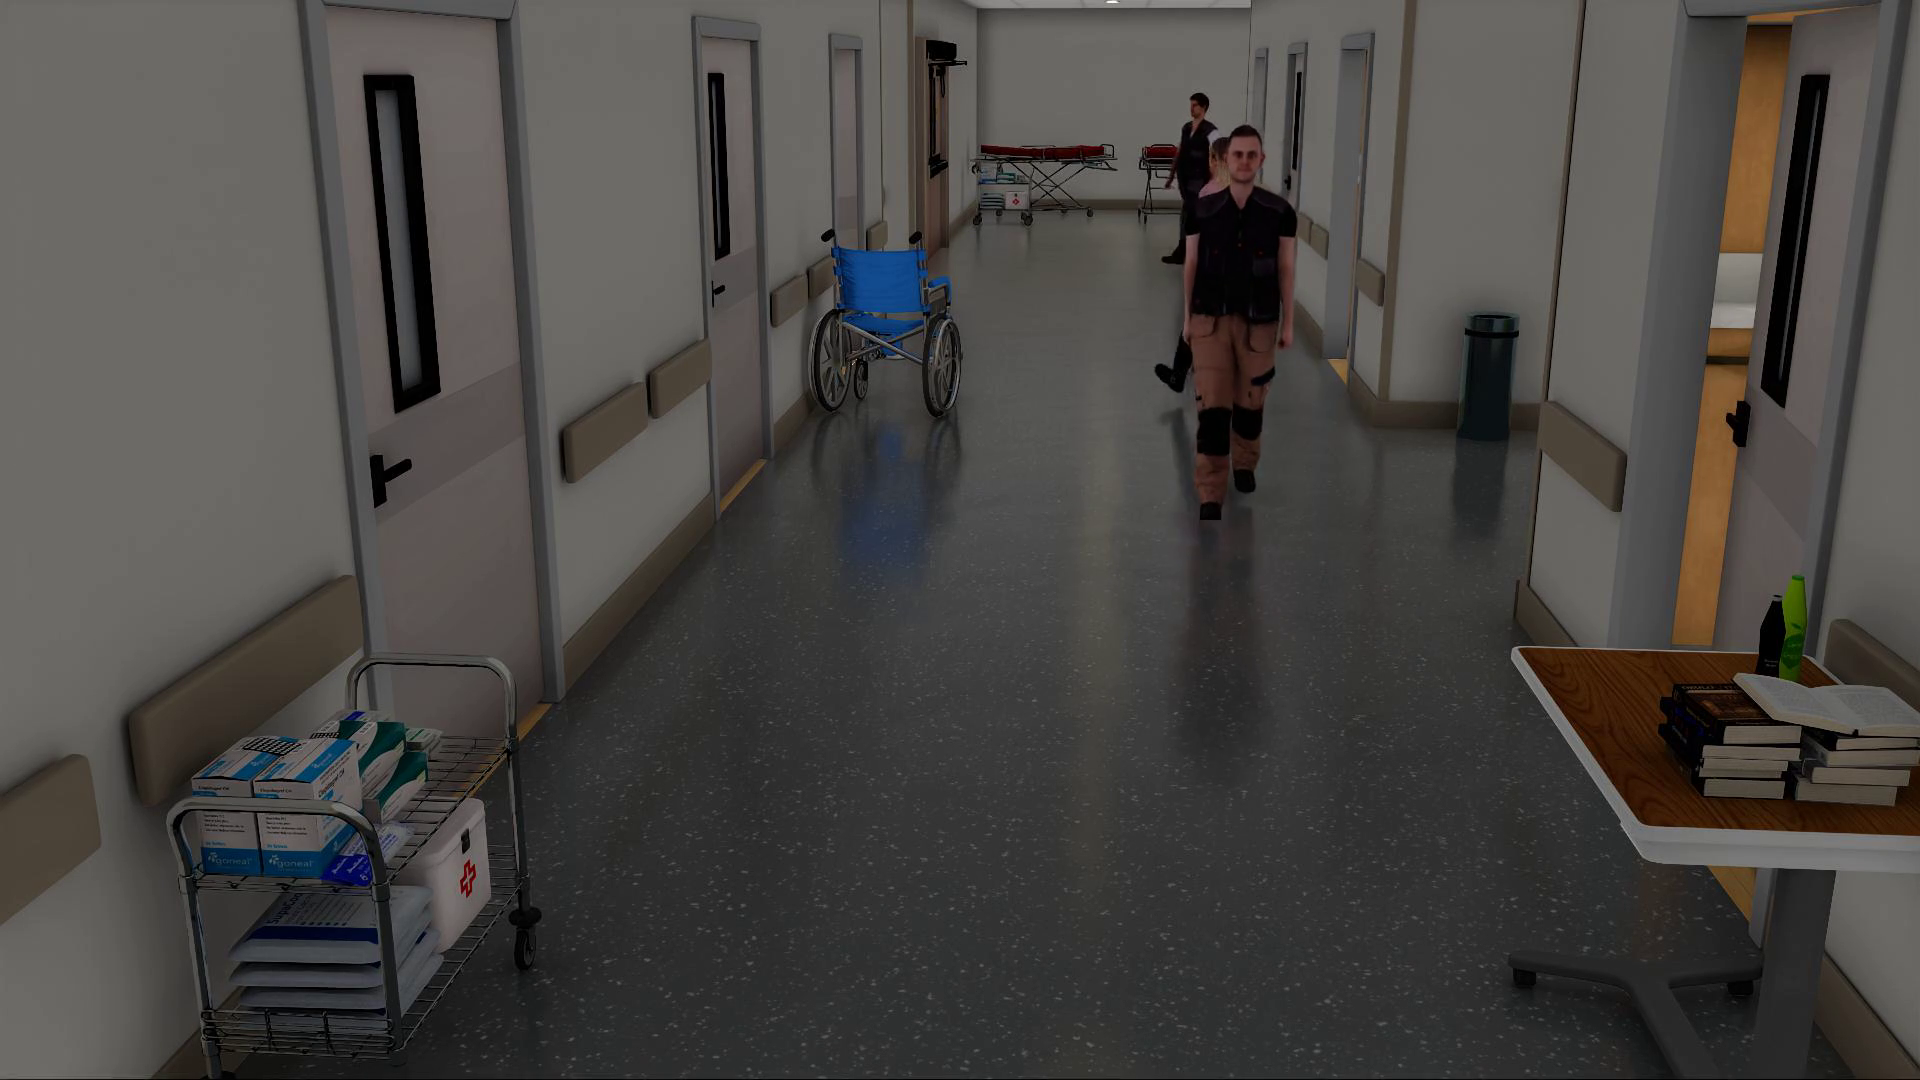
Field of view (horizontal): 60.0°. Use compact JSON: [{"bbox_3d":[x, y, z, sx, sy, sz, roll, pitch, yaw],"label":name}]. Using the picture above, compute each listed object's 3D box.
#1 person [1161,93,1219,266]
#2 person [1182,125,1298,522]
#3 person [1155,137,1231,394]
[{"bbox_3d":[2.633,-3.909,18.155,1.215,1.809,1.210,-11,19,-34],"label":"person"},{"bbox_3d":[1.334,-1.034,7.977,0.723,1.799,1.200,2,16,8],"label":"person"},{"bbox_3d":[1.692,-1.615,10.325,0.986,1.643,1.162,-8,18,-27],"label":"person"}]
